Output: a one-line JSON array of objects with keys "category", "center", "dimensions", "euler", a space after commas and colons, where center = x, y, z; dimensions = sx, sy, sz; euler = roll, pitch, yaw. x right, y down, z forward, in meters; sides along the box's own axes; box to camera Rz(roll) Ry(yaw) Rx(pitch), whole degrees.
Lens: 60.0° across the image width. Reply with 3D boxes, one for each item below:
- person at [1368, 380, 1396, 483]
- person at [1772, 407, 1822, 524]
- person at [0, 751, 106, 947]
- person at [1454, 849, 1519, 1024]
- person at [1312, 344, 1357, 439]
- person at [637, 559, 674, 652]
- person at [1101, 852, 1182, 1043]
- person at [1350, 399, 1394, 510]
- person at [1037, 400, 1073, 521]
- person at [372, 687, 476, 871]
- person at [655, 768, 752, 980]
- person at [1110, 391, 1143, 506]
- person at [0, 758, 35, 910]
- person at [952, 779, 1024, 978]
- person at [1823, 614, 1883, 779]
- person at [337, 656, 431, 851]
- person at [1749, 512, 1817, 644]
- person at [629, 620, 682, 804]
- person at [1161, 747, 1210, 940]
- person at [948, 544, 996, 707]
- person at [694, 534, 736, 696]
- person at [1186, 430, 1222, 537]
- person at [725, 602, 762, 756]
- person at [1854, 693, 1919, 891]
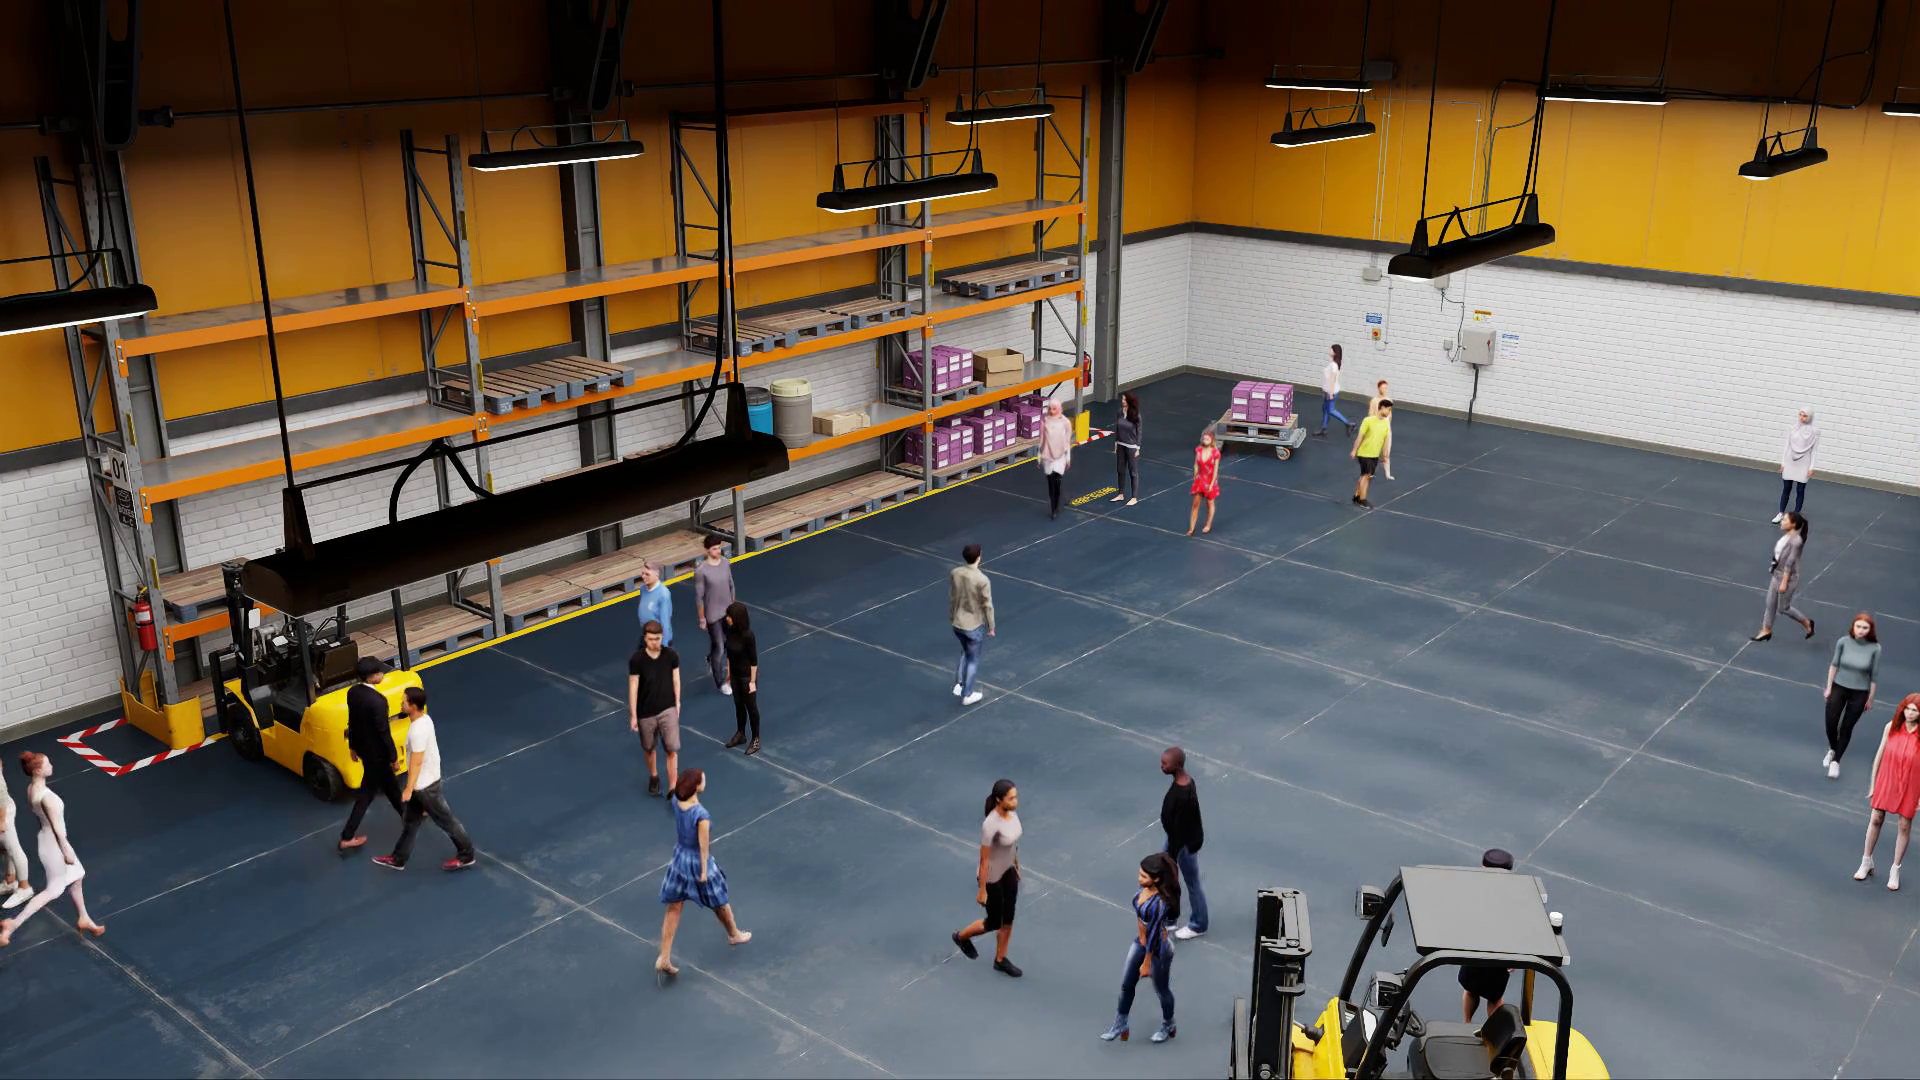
[{"category": "person", "center": [6.658, -1.755, 26.571], "dimensions": [0.970, 1.612, 1.019], "euler": [-2, 19, -7]}, {"category": "person", "center": [12.268, -1.091, 24.341], "dimensions": [0.603, 1.776, 0.524], "euler": [16, 24, 39]}, {"category": "person", "center": [-7.460, 2.568, 13.494], "dimensions": [1.098, 1.765, 0.752], "euler": [-13, 23, -34]}, {"category": "person", "center": [3.905, 3.033, 12.264], "dimensions": [0.681, 1.669, 0.610], "euler": [16, 24, 39]}, {"category": "person", "center": [6.527, -2.537, 28.812], "dimensions": [0.906, 1.664, 1.011], "euler": [6, 19, 17]}, {"category": "person", "center": [-3.235, 1.028, 18.006], "dimensions": [0.688, 1.804, 0.576], "euler": [16, 24, 39]}, {"category": "person", "center": [1.498, 3.043, 12.348], "dimensions": [0.933, 1.596, 0.825], "euler": [-7, 20, -20]}, {"category": "person", "center": [6.137, -1.310, 25.190], "dimensions": [0.822, 1.650, 0.889], "euler": [-6, 20, -18]}, {"category": "person", "center": [1.419, -1.217, 24.695], "dimensions": [0.773, 1.789, 0.829], "euler": [5, 19, 16]}, {"category": "person", "center": [-4.638, 2.148, 14.745], "dimensions": [1.207, 1.763, 1.011], "euler": [-7, 20, -19]}, {"category": "person", "center": [-2.182, 2.673, 13.202], "dimensions": [0.619, 1.753, 1.113], "euler": [15, 24, 38]}, {"category": "person", "center": [2.562, -1.423, 25.336], "dimensions": [0.605, 1.771, 0.508], "euler": [16, 24, 39]}, {"category": "person", "center": [-8.276, 2.323, 14.304], "dimensions": [0.583, 1.713, 0.544], "euler": [16, 24, 39]}, {"category": "person", "center": [0.229, 2.670, 13.251], "dimensions": [0.768, 1.728, 0.814], "euler": [10, 21, 28]}, {"category": "person", "center": [8.899, 1.526, 16.630], "dimensions": [0.627, 1.738, 0.635], "euler": [12, 22, 32]}, {"category": "person", "center": [-5.425, 1.975, 15.154], "dimensions": [0.784, 1.829, 1.214], "euler": [16, 25, 40]}, {"category": "person", "center": [9.922, 0.490, 19.831], "dimensions": [0.966, 1.658, 0.985], "euler": [3, 19, 9]}, {"category": "person", "center": [-2.975, 1.622, 16.198], "dimensions": [1.051, 1.831, 1.045], "euler": [-5, 19, -15]}, {"category": "person", "center": [1.923, 2.507, 13.745], "dimensions": [0.920, 1.721, 0.858], "euler": [-4, 19, -11]}, {"category": "person", "center": [0.040, 0.950, 18.162], "dimensions": [0.708, 1.853, 0.623], "euler": [15, 24, 38]}, {"category": "person", "center": [-2.751, 0.799, 18.627], "dimensions": [0.751, 1.841, 0.745], "euler": [15, 24, 38]}, {"category": "person", "center": [3.586, -0.838, 23.922], "dimensions": [0.689, 1.566, 0.968], "euler": [10, 21, 26]}, {"category": "person", "center": [-2.232, 1.395, 17.174], "dimensions": [0.567, 1.639, 0.500], "euler": [16, 24, 39]}, {"category": "person", "center": [8.213, 2.179, 14.552], "dimensions": [0.585, 1.827, 0.506], "euler": [16, 24, 39]}]
